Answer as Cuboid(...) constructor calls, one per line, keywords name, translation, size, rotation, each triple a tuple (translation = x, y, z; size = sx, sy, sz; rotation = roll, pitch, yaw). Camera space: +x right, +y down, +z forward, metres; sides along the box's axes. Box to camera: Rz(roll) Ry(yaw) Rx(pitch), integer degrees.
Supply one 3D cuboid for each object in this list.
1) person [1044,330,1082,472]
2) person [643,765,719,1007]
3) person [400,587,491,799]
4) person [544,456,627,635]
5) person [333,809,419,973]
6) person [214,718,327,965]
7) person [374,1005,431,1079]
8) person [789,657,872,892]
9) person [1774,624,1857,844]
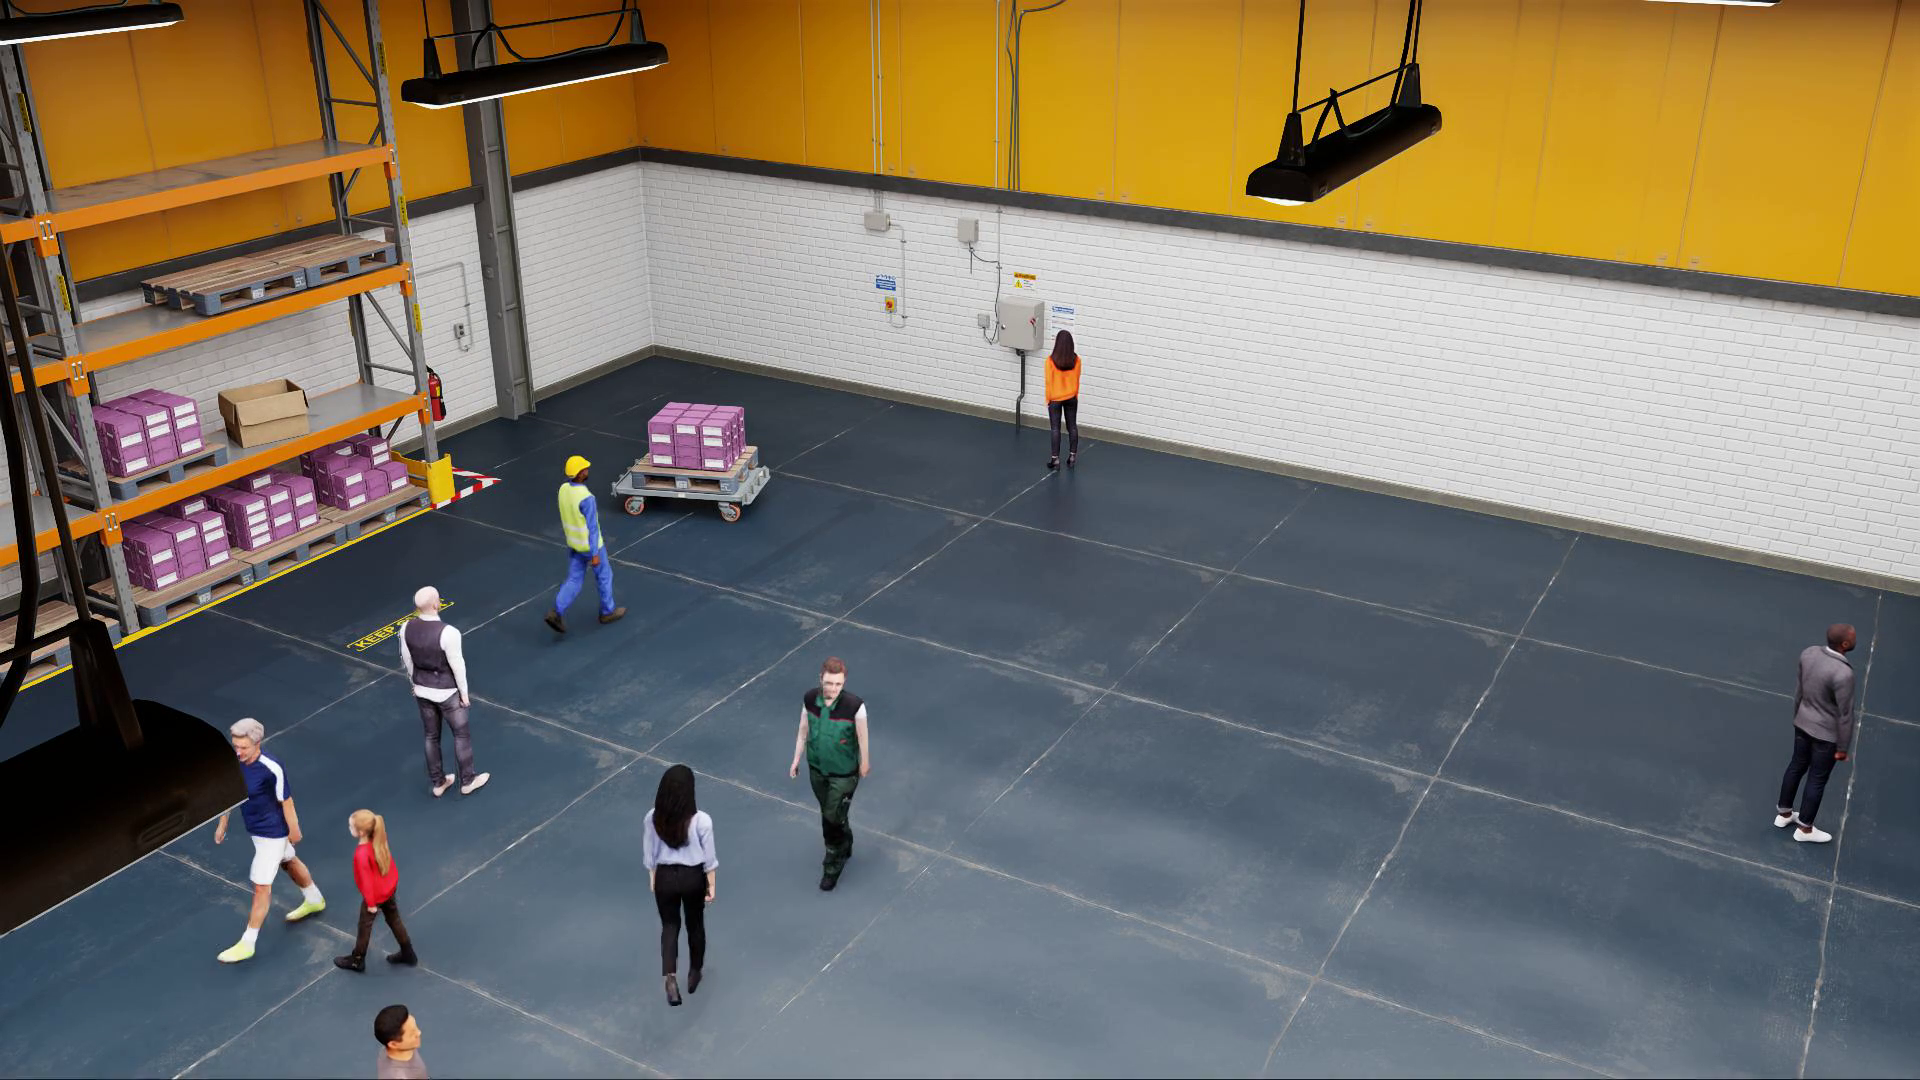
Cuboid(name="person", translation=(1.243, -1.696, 20.063), size=(0.693, 1.749, 0.766), rotation=(-8, 25, -17))
Cuboid(name="person", translation=(-1.851, 2.319, 10.909), size=(0.893, 1.725, 1.000), rotation=(2, 24, 5))
Cuboid(name="person", translation=(-4.172, 1.229, 13.279), size=(0.771, 1.823, 0.752), rotation=(6, 24, 14))
Cuboid(name="person", translation=(-3.678, 0.068, 15.976), size=(0.781, 1.790, 1.169), rotation=(18, 29, 35))
Cuboid(name="person", translation=(-3.919, 2.386, 11.329), size=(0.730, 1.265, 0.780), rotation=(3, 24, 7))
Cuboid(name="person", translation=(-4.747, 1.984, 11.609), size=(0.773, 1.778, 1.157), rotation=(18, 30, 36))
Cuboid(name="person", translation=(-3.020, 3.231, 8.821), size=(1.159, 1.726, 1.126), rotation=(-11, 26, -24))
Cuboid(name="person", translation=(-0.899, 1.641, 12.346), size=(0.681, 1.816, 0.809), rotation=(14, 27, 28))
Cuboid(name="person", translation=(6.581, 1.458, 12.761), size=(0.857, 1.818, 0.783), rotation=(-5, 24, -11))
